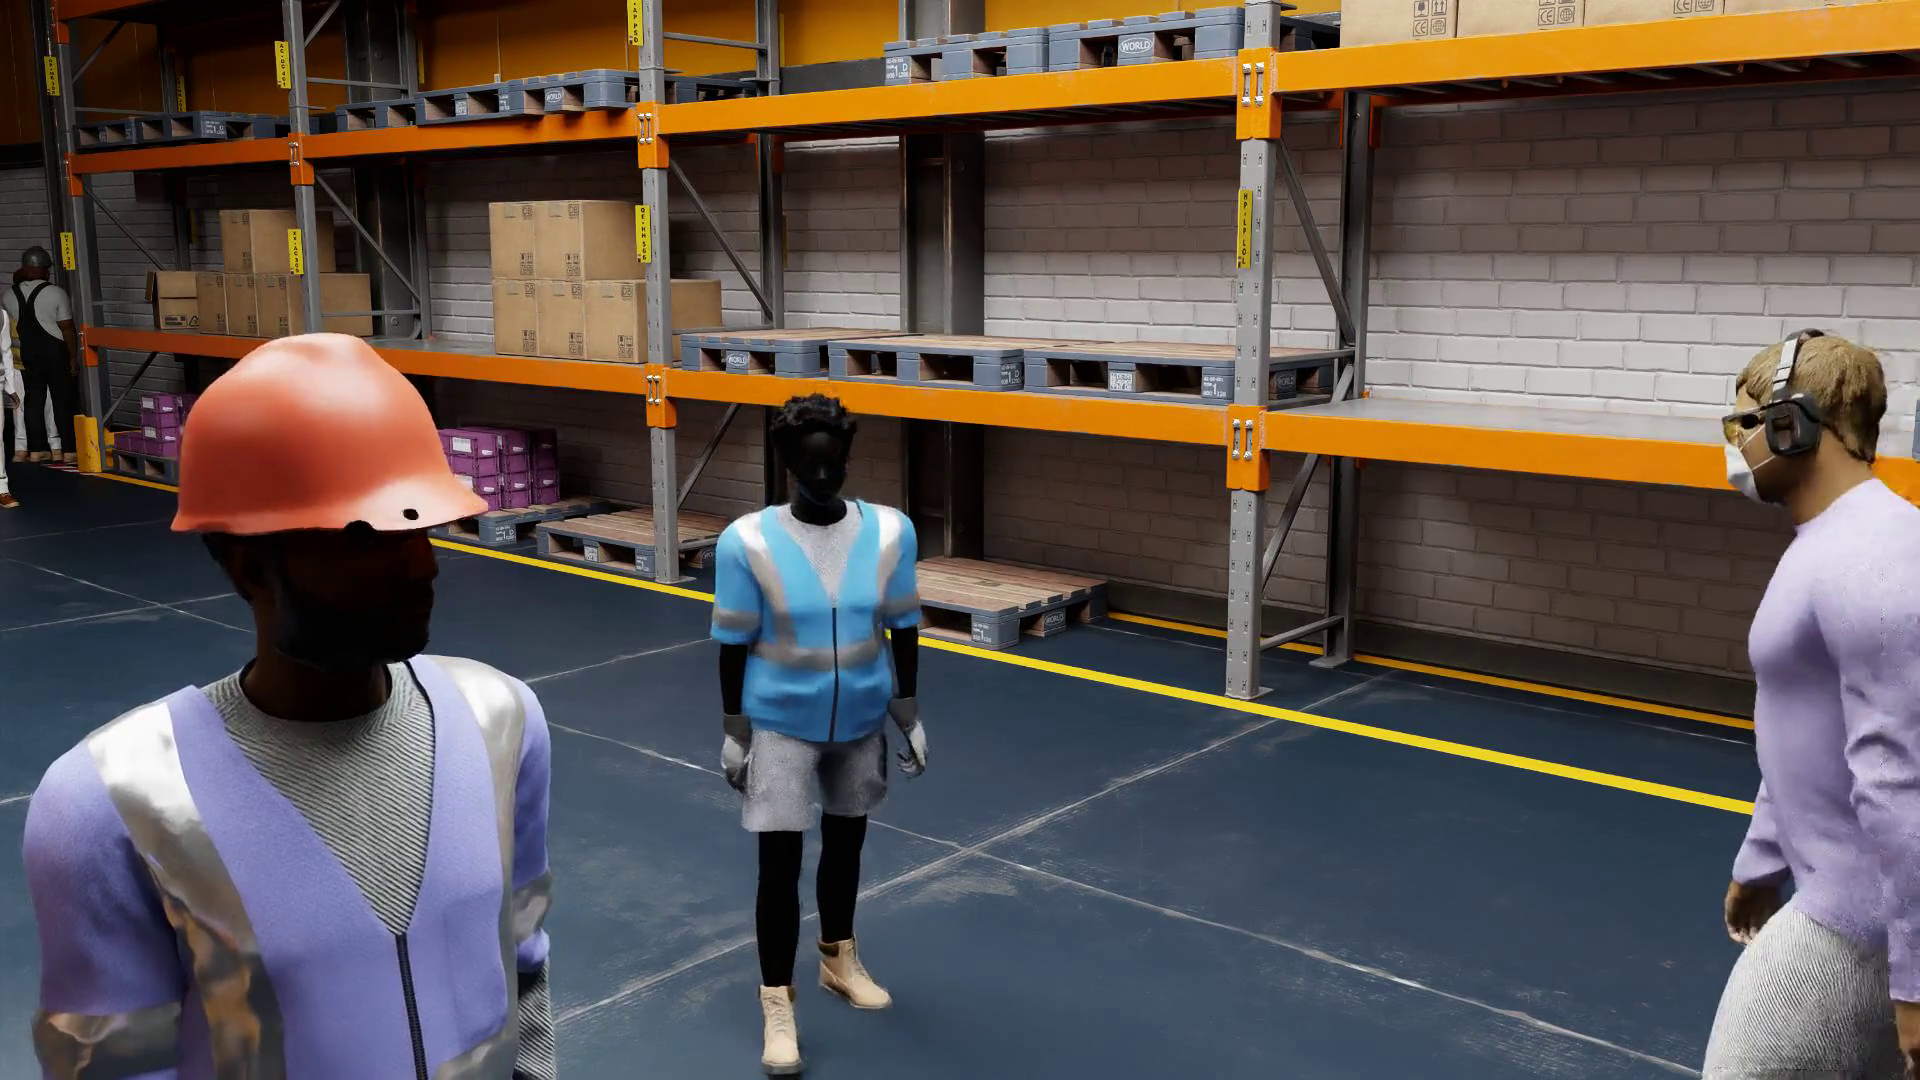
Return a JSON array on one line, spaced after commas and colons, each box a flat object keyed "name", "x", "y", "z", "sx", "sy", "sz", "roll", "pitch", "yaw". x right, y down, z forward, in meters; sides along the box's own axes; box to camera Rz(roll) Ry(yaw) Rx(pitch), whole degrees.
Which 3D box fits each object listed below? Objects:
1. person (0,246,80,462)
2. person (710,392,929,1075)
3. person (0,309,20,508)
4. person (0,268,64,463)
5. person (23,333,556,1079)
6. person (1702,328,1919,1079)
[{"name": "person", "x": -8.649, "y": -1.757, "z": 15.787, "sx": 0.682, "sy": 2.000, "sz": 0.537, "roll": 1, "pitch": 10, "yaw": 6}, {"name": "person", "x": -0.347, "y": 0.466, "z": 4.198, "sx": 0.548, "sy": 1.668, "sz": 0.563, "roll": -4, "pitch": 11, "yaw": -23}, {"name": "person", "x": -7.597, "y": -1.164, "z": 12.856, "sx": 0.355, "sy": 1.884, "sz": 0.573, "roll": 8, "pitch": 13, "yaw": 39}, {"name": "person", "x": -8.797, "y": -1.653, "z": 15.780, "sx": 0.621, "sy": 1.837, "sz": 0.429, "roll": -4, "pitch": 11, "yaw": -22}, {"name": "person", "x": -0.617, "y": 0.762, "z": 1.729, "sx": 0.362, "sy": 1.937, "sz": 0.554, "roll": 8, "pitch": 13, "yaw": 39}, {"name": "person", "x": 1.471, "y": 0.613, "z": 2.720, "sx": 0.599, "sy": 1.888, "sz": 0.654, "roll": 5, "pitch": 11, "yaw": 29}]
